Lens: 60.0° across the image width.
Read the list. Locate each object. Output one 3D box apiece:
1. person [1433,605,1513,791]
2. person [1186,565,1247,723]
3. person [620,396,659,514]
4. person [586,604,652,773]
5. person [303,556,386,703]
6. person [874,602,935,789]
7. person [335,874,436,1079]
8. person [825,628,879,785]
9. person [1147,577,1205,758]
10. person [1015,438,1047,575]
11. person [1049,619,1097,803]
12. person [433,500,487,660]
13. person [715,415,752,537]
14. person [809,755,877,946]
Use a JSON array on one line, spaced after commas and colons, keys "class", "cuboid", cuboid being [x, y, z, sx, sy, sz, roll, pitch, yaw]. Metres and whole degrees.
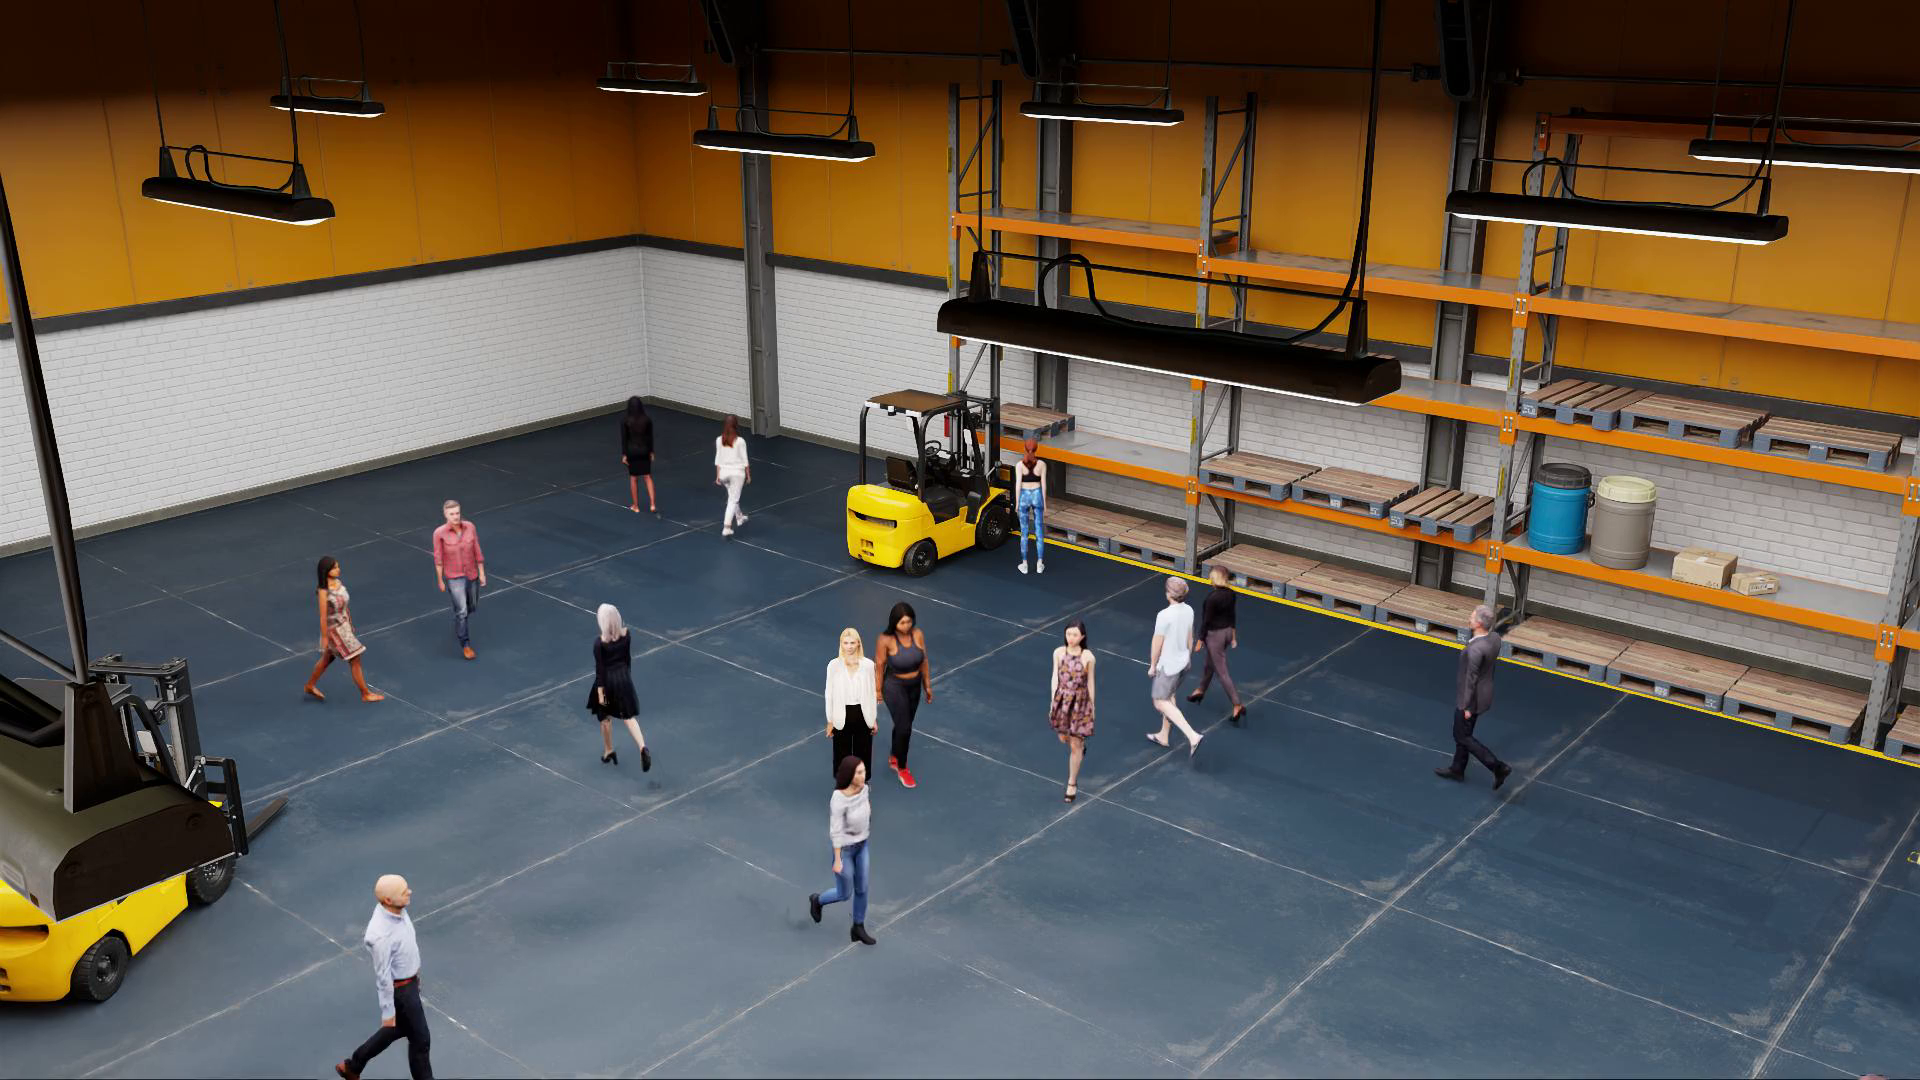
[{"class": "person", "cuboid": [4.874, 1.491, 15.576, 1.004, 1.820, 0.736, 14, 23, 36]}, {"class": "person", "cuboid": [2.716, 1.102, 17.049, 0.996, 1.618, 0.586, 16, 24, 39]}, {"class": "person", "cuboid": [-4.586, -1.213, 23.766, 0.762, 1.718, 0.835, -9, 21, -25]}, {"class": "person", "cuboid": [-3.241, 1.446, 15.868, 1.057, 1.720, 0.630, 17, 25, 41]}, {"class": "person", "cuboid": [-6.639, 0.965, 17.473, 1.169, 1.606, 1.047, 0, 19, 1]}, {"class": "person", "cuboid": [-0.598, 1.403, 15.884, 0.756, 1.791, 0.873, -13, 23, -34]}, {"class": "person", "cuboid": [-3.813, 3.023, 11.101, 1.127, 1.774, 1.103, -3, 19, -7]}, {"class": "person", "cuboid": [-0.973, 1.668, 14.992, 0.690, 1.858, 0.732, -3, 19, -9]}, {"class": "person", "cuboid": [2.127, 1.265, 16.264, 0.712, 1.810, 1.037, -16, 25, -40]}, {"class": "person", "cuboid": [0.910, -0.443, 21.376, 0.678, 1.784, 0.739, -2, 19, -5]}, {"class": "person", "cuboid": [1.078, 1.548, 15.505, 0.979, 1.759, 0.883, 7, 20, 19]}, {"class": "person", "cuboid": [-5.693, 0.392, 18.866, 0.795, 1.804, 1.144, -16, 24, -38]}, {"class": "person", "cuboid": [-3.140, -0.848, 22.794, 1.101, 1.646, 0.917, 6, 20, 18]}, {"class": "person", "cuboid": [-0.936, 2.435, 13.096, 0.843, 1.614, 0.637, 13, 22, 33]}]
